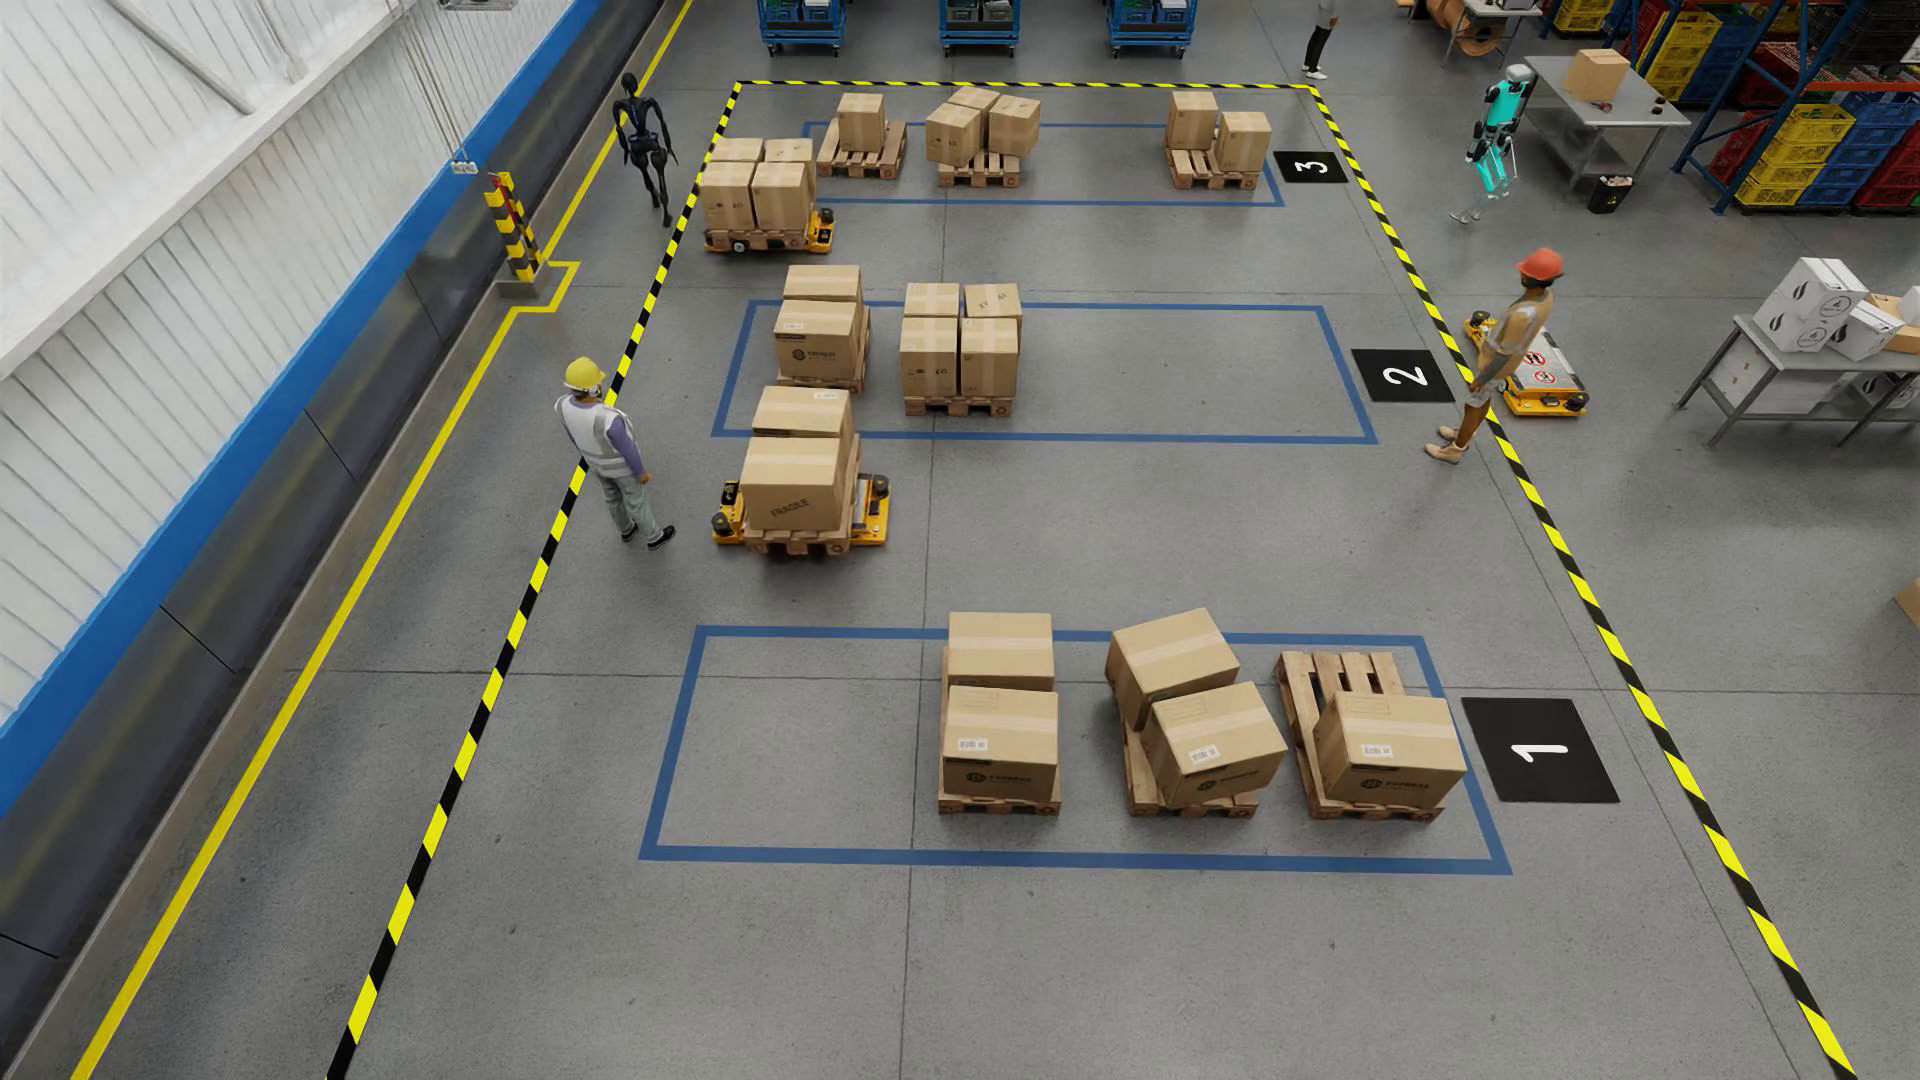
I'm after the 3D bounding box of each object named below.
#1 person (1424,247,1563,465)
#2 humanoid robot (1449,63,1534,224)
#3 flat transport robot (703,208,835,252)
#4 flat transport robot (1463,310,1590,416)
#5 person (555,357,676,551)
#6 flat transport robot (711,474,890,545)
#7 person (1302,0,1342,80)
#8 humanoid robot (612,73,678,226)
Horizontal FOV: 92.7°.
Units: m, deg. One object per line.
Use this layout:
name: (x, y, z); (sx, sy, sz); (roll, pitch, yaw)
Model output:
person: (4.455, -1.495, 7.656); (0.380, 2.039, 0.614); (35, 58, 26)
humanoid robot: (6.013, -4.307, 10.199); (0.533, 1.681, 0.735); (-12, 50, -10)
flat transport robot: (-2.201, -3.611, 10.640); (1.431, 0.197, 0.652); (1, 49, 1)
flat transport robot: (5.573, -1.757, 9.054); (0.659, 0.231, 1.431); (1, 49, 1)
person: (-2.651, -0.623, 7.042); (0.585, 1.826, 0.404); (19, 52, 16)
flat transport robot: (-1.330, -0.272, 7.751); (1.431, 0.197, 0.652); (1, 49, 1)
person: (5.293, -7.588, 13.054); (0.363, 1.852, 0.596); (1, 49, 1)
humanoid robot: (-3.591, -4.515, 10.529); (0.601, 1.625, 0.754); (-6, 49, -5)
